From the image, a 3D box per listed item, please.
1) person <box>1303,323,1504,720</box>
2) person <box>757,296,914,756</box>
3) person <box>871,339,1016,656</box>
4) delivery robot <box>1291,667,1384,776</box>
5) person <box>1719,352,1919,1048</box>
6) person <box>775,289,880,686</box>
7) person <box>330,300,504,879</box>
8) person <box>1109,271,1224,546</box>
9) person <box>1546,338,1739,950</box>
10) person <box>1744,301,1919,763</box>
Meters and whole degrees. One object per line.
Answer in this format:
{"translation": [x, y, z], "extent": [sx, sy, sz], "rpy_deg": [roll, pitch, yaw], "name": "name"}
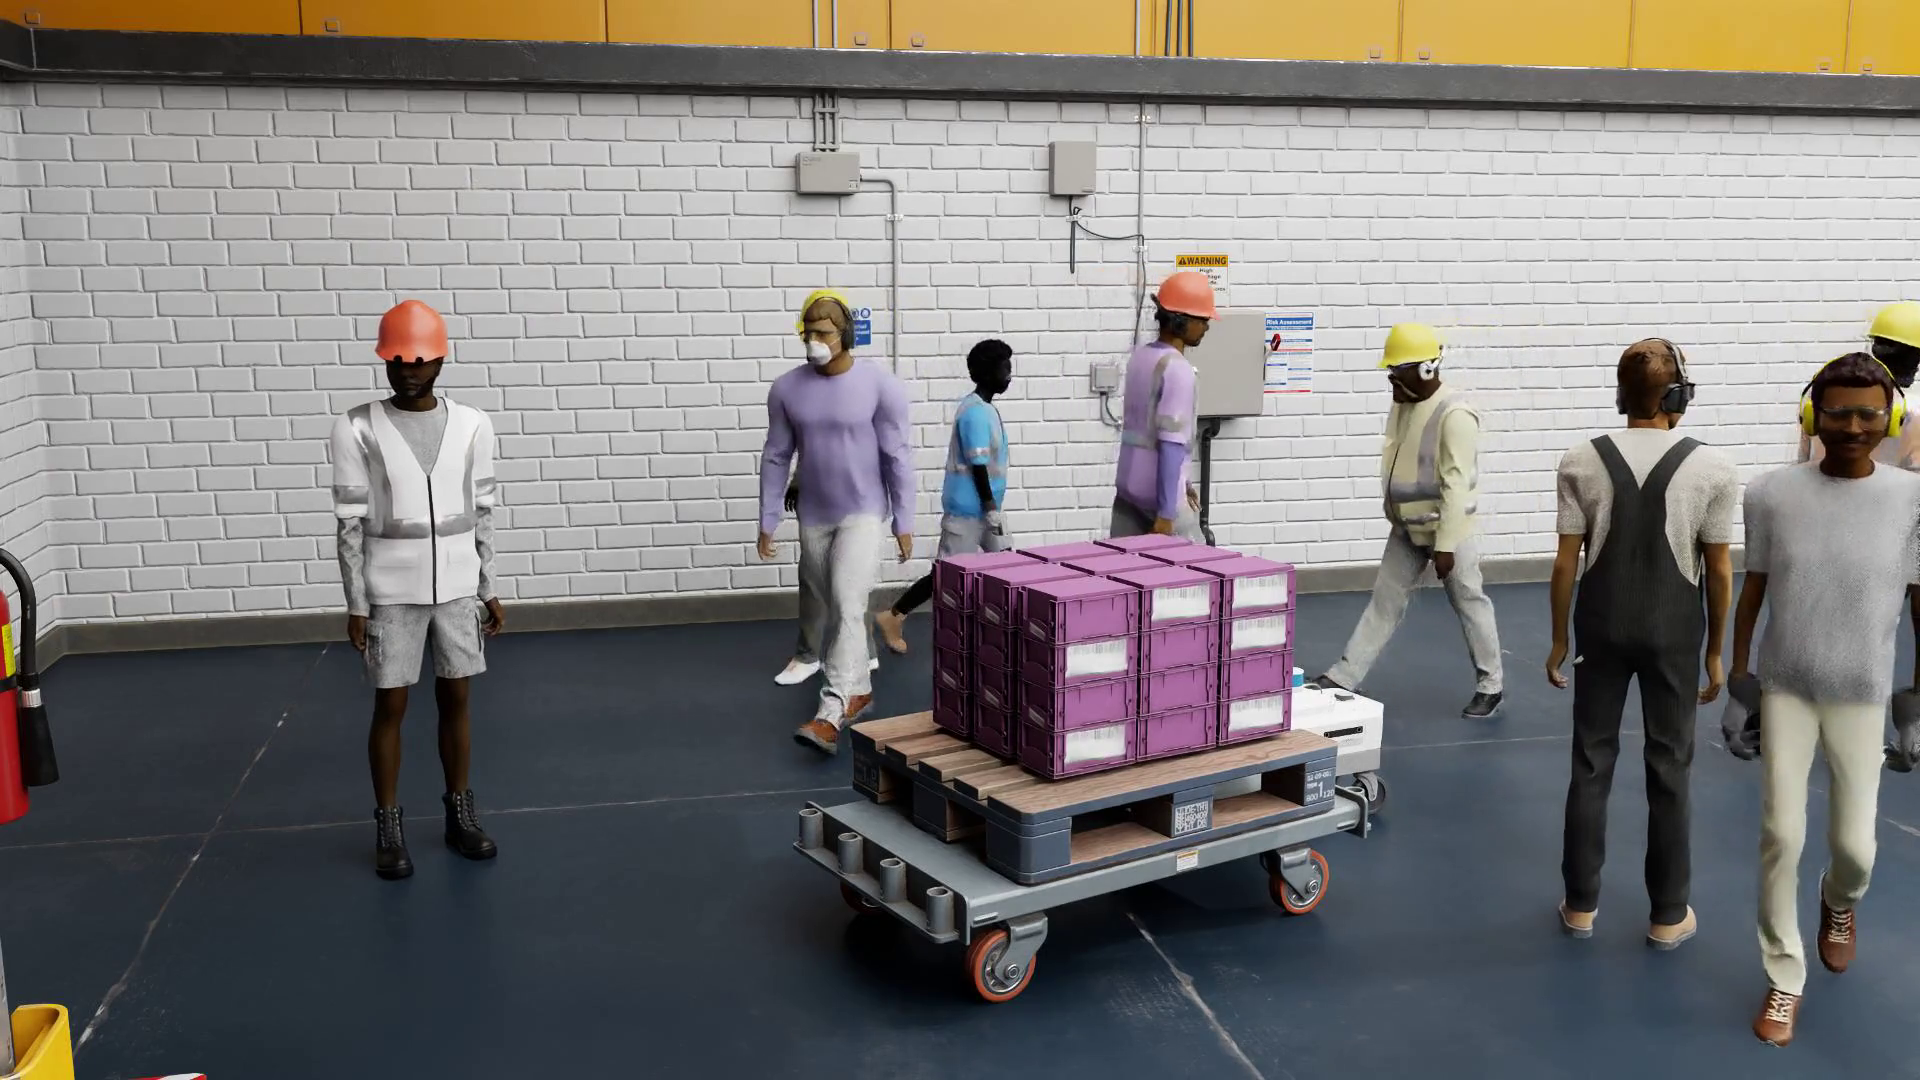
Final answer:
{"translation": [2.031, -0.068, 7.343], "extent": [0.964, 1.765, 0.635], "rpy_deg": [-3, 11, -17], "name": "person"}
{"translation": [-0.561, -0.066, 7.009], "extent": [0.653, 1.884, 1.011], "rpy_deg": [4, 11, 22], "name": "person"}
{"translation": [-0.008, -0.184, 8.318], "extent": [0.822, 1.653, 0.512], "rpy_deg": [3, 11, 16], "name": "person"}
{"translation": [1.212, 0.712, 6.143], "extent": [0.707, 0.478, 0.477], "rpy_deg": [-5, 11, -27], "name": "delivery robot"}
{"translation": [2.347, 0.409, 4.508], "extent": [0.507, 1.855, 0.581], "rpy_deg": [6, 12, 31], "name": "person"}
{"translation": [-0.647, -0.255, 8.038], "extent": [0.548, 1.899, 0.695], "rpy_deg": [-2, 10, -12], "name": "person"}
{"translation": [-1.805, 0.163, 5.621], "extent": [0.547, 1.934, 0.376], "rpy_deg": [-7, 12, -34], "name": "person"}
{"translation": [1.010, -0.231, 7.656], "extent": [1.038, 1.977, 0.601], "rpy_deg": [-4, 11, -21], "name": "person"}
{"translation": [2.039, 0.318, 5.023], "extent": [0.507, 1.842, 0.351], "rpy_deg": [6, 12, 28], "name": "person"}
{"translation": [3.515, 0.009, 6.573], "extent": [0.674, 1.897, 0.604], "rpy_deg": [-6, 12, -29], "name": "person"}
